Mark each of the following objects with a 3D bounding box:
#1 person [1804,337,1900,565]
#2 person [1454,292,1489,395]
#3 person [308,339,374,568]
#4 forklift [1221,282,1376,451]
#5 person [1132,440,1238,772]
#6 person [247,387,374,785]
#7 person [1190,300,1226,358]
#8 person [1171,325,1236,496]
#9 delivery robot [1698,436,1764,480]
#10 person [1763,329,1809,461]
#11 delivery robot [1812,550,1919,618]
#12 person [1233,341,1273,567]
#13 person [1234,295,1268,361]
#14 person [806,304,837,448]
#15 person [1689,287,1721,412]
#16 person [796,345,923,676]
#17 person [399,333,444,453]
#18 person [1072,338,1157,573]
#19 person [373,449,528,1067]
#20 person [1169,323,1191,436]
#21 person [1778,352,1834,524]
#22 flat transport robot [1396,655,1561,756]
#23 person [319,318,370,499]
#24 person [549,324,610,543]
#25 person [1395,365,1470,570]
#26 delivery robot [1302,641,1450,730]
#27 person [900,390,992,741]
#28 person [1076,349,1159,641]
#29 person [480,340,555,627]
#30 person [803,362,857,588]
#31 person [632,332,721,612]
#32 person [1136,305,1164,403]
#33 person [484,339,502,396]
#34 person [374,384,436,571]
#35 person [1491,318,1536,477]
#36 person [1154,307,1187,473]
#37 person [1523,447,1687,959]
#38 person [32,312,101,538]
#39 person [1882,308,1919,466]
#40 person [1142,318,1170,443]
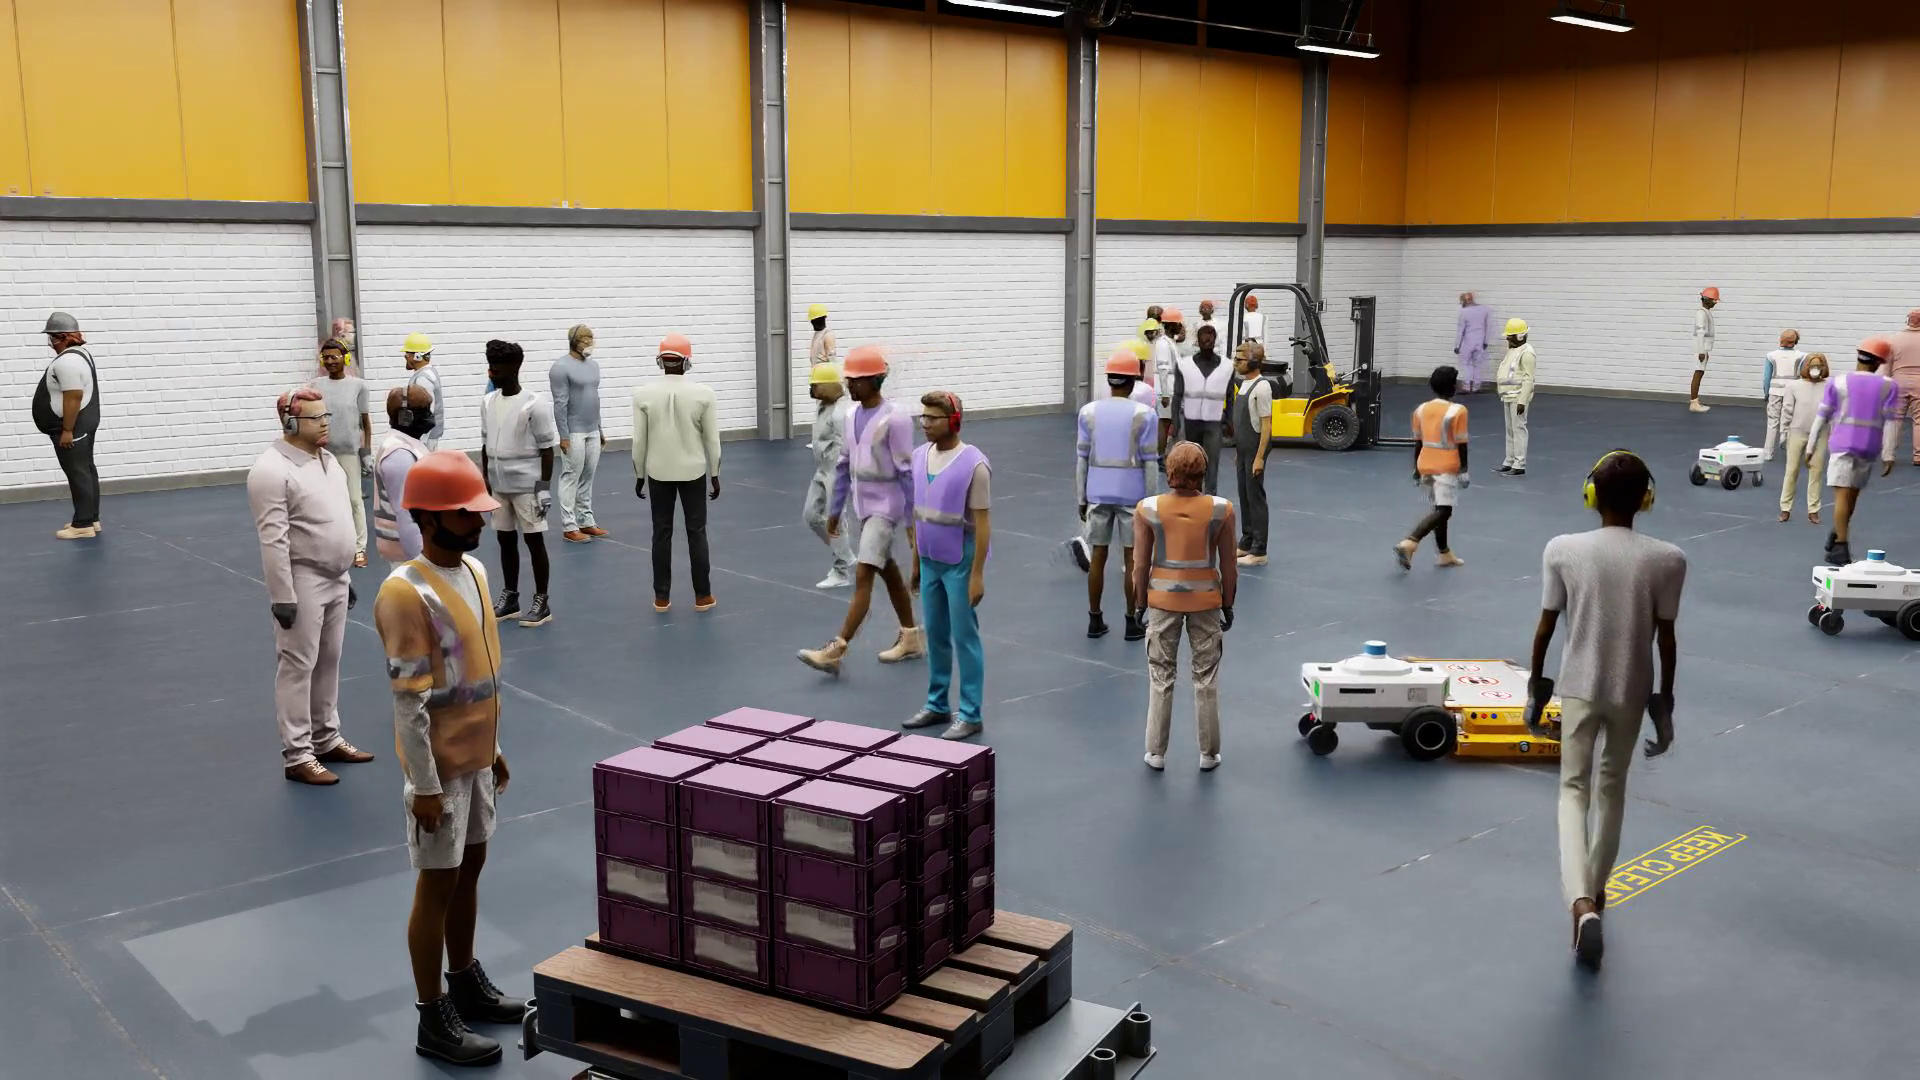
[{"bbox_3d":[7.425,-0.760,13.892,0.640,1.852,1.002,3,10,18],"label":"person"},{"bbox_3d":[9.400,-3.609,30.580,0.731,1.875,0.395,-4,11,-24],"label":"person"},{"bbox_3d":[-5.038,-0.699,13.527,0.521,1.874,0.327,-1,10,-6],"label":"person"},{"bbox_3d":[4.328,-2.346,22.227,2.313,2.155,1.214,3,10,16],"label":"forklift"},{"bbox_3d":[1.100,0.333,8.161,0.514,1.641,0.308,1,10,5],"label":"person"},{"bbox_3d":[-3.133,0.214,8.083,0.409,1.908,0.639,1,10,7],"label":"person"},{"bbox_3d":[3.937,-2.882,26.364,0.577,1.858,0.886,3,10,18],"label":"person"},{"bbox_3d":[2.350,-1.133,16.071,0.615,1.862,0.988,1,10,7],"label":"person"},{"bbox_3d":[8.477,-0.899,18.274,0.707,0.478,0.477,-5,11,-25],"label":"delivery robot"},{"bbox_3d":[10.173,-1.775,20.504,0.514,1.641,0.308,7,12,36],"label":"person"},{"bbox_3d":[6.146,0.310,11.192,0.707,0.478,0.477,2,10,11],"label":"delivery robot"},{"bbox_3d":[2.379,-0.705,13.645,0.330,1.842,0.519,-2,10,-10],"label":"person"},{"bbox_3d":[4.822,-3.104,27.562,0.572,1.887,0.356,-3,10,-17],"label":"person"},{"bbox_3d":[-1.810,-2.127,21.756,0.390,1.917,0.585,-4,11,-24],"label":"person"},{"bbox_3d":[12.147,-3.105,27.137,0.389,2.036,0.605,5,11,28],"label":"person"},{"bbox_3d":[-0.613,-0.176,10.104,1.033,1.990,0.646,-7,12,-34],"label":"person"},{"bbox_3d":[-4.951,-0.985,15.312,0.404,1.833,0.590,-3,10,-16],"label":"person"},{"bbox_3d":[1.229,-0.644,13.140,0.601,1.896,0.763,10,14,44],"label":"person"},{"bbox_3d":[-1.593,0.677,5.280,0.355,1.938,0.545,1,10,8],"label":"person"},{"bbox_3d":[3.096,-2.275,23.478,0.532,1.612,0.517,-5,11,-28],"label":"person"},{"bbox_3d":[8.067,-0.969,15.808,0.507,1.631,0.268,4,10,22],"label":"person"},{"bbox_3d":[2.833,0.873,9.000,0.652,0.197,1.431,0,10,1],"label":"flat transport robot"},{"bbox_3d":[-6.354,-1.355,17.280,0.460,1.894,0.681,-7,12,-34],"label":"person"},{"bbox_3d":[-3.375,-0.950,14.804,0.372,1.938,0.627,4,10,22],"label":"person"},{"bbox_3d":[3.805,-0.570,13.345,0.760,1.676,0.534,-4,11,-24],"label":"person"},{"bbox_3d":[2.127,0.763,8.545,0.707,0.478,0.477,0,10,1],"label":"delivery robot"},{"bbox_3d":[-0.045,0.125,8.782,0.383,1.844,0.567,-8,13,-40],"label":"person"},{"bbox_3d":[1.044,-0.295,10.999,0.555,1.929,0.393,3,10,20],"label":"person"},{"bbox_3d":[-3.050,-0.386,11.418,0.609,1.963,0.367,5,11,28],"label":"person"},{"bbox_3d":[-1.002,-0.490,12.696,0.356,1.730,0.501,-5,11,-25],"label":"person"},{"bbox_3d":[-2.014,-0.478,11.867,0.624,1.992,0.390,-1,10,-4],"label":"person"},{"bbox_3d":[2.740,-2.464,24.008,0.435,1.832,0.628,-2,10,-11],"label":"person"},{"bbox_3d":[-4.650,-1.184,16.872,0.316,1.696,0.541,-1,10,-4],"label":"person"},{"bbox_3d":[-2.980,0.066,9.135,0.429,1.844,0.625,-3,10,-18],"label":"person"},{"bbox_3d":[6.387,-1.634,19.147,0.403,1.822,0.589,0,10,1],"label":"person"},{"bbox_3d":[2.470,-1.760,19.549,0.366,1.934,0.553,3,10,16],"label":"person"},{"bbox_3d":[2.361,0.584,6.128,0.522,1.843,0.864,3,10,17],"label":"person"},{"bbox_3d":[-8.069,-1.040,15.028,0.539,2.000,0.688,-3,10,-17],"label":"person"},{"bbox_3d":[11.521,-1.846,20.140,0.643,1.909,0.410,6,11,32],"label":"person"},{"bbox_3d":[2.598,-2.108,22.206,0.527,1.724,0.895,4,11,24],"label":"person"}]
